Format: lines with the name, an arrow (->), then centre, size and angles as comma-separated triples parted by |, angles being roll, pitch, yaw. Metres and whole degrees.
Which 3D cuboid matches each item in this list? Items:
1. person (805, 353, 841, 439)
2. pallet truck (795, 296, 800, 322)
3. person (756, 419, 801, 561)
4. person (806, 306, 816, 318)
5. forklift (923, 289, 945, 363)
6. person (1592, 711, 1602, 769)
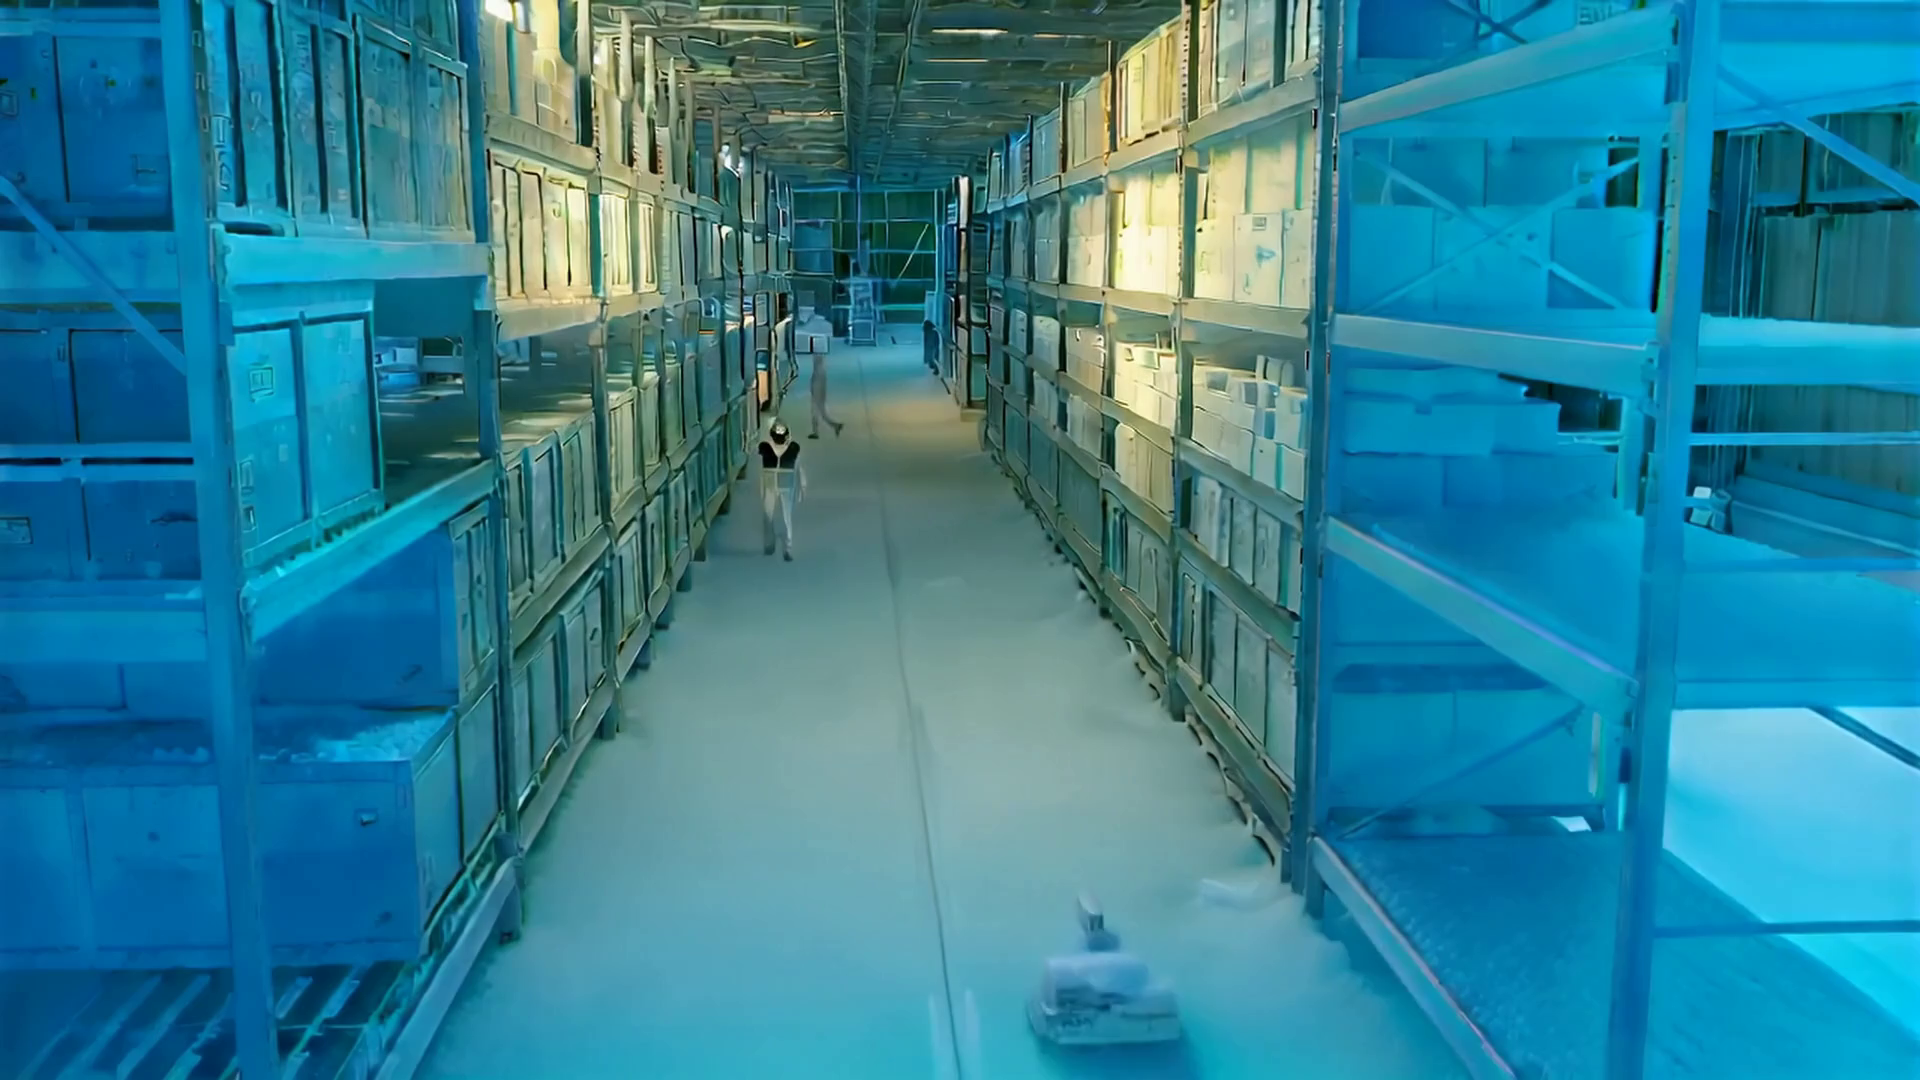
person -> -2.982, -3.116, 36.058 | 0.698, 1.879, 0.644 | 0, 10, -2
pallet truck -> -8.622, -12.439, 91.403 | 1.885, 1.965, 0.823 | 2, 10, 13
person -> -2.354, -0.662, 21.576 | 0.595, 1.848, 0.609 | -1, 10, -6
person -> -6.488, -9.283, 72.776 | 0.542, 1.928, 0.399 | 8, 13, 41
forklift -> -0.813, -8.131, 63.039 | 1.129, 2.768, 1.873 | -1, 10, -3
person -> 4.928, 0.812, 12.543 | 0.672, 1.892, 0.509 | 0, 10, 0
